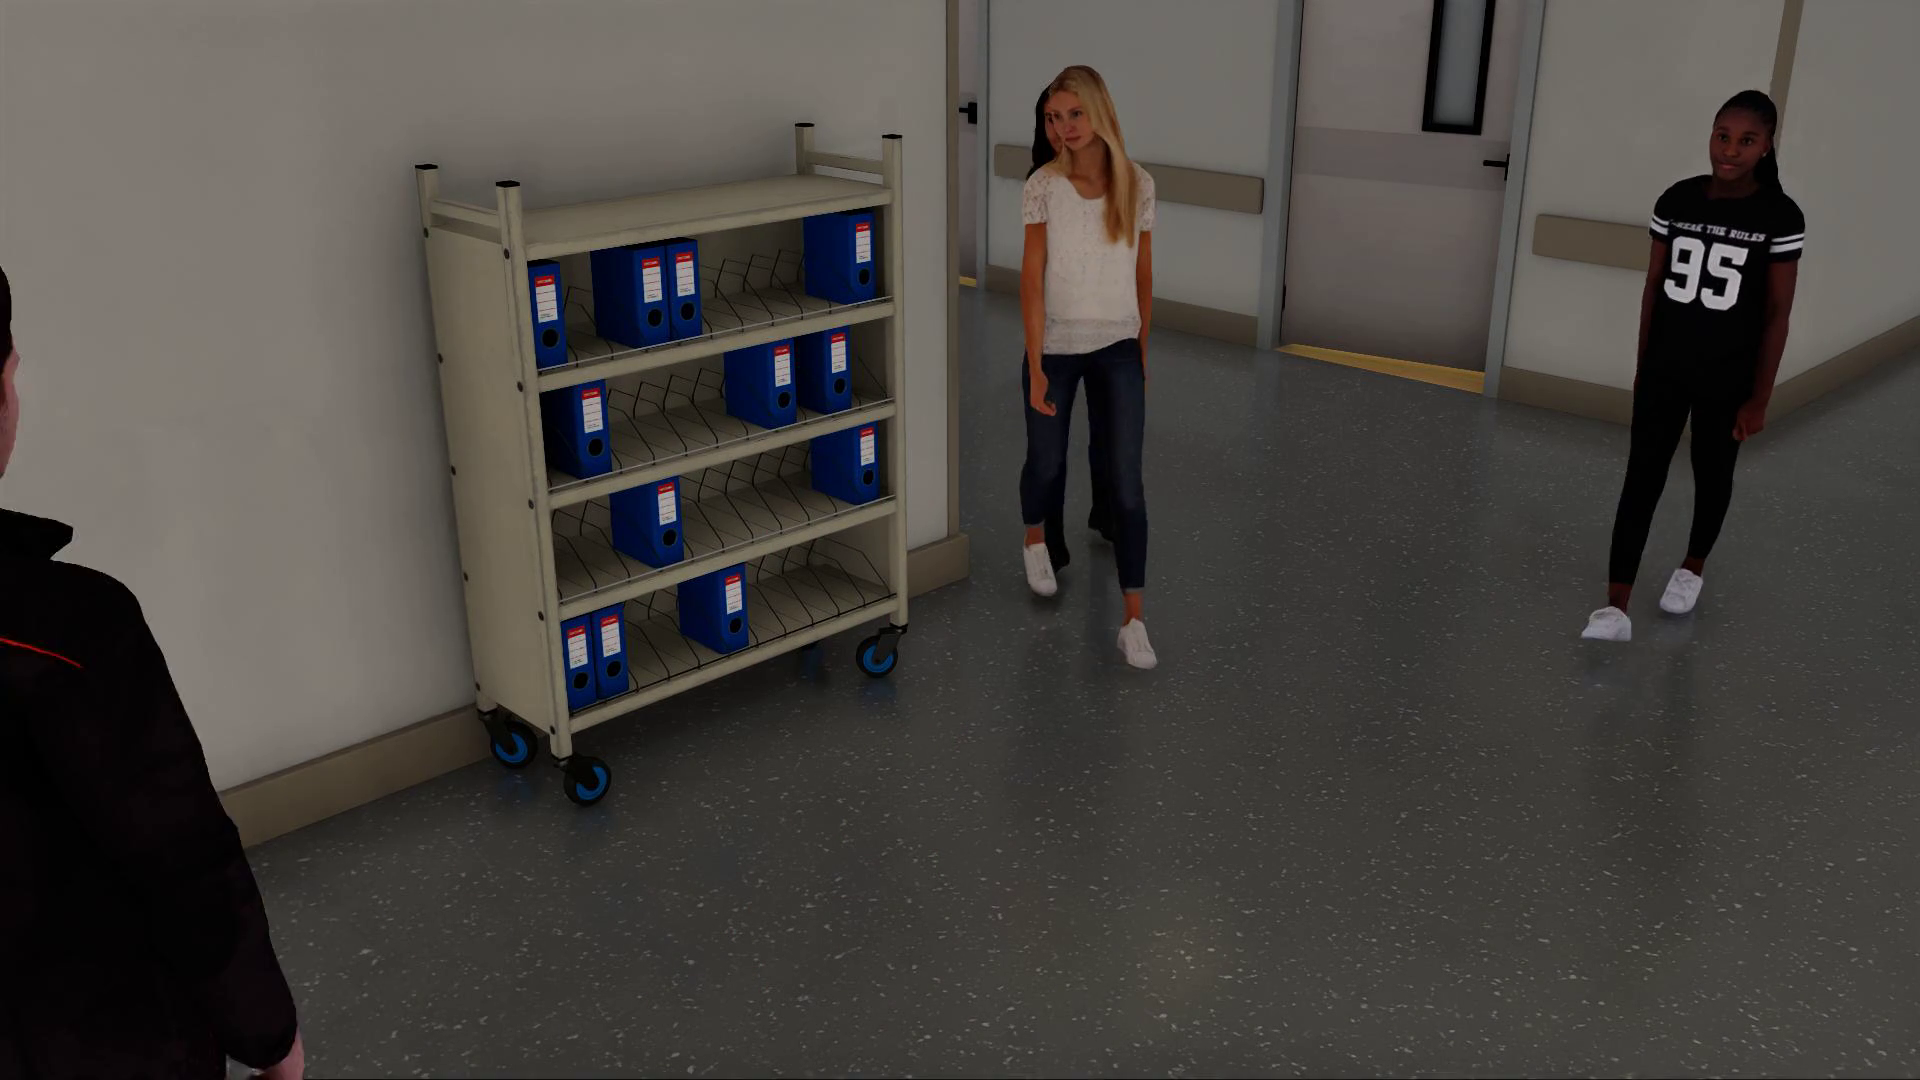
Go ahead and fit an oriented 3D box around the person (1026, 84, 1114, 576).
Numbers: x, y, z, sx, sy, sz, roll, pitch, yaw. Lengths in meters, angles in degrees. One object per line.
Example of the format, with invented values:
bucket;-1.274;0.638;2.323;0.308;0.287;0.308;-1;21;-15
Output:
person;0.433;-0.734;5.807;0.842;1.688;0.968;3;21;8

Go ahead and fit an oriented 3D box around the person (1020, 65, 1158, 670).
person;0.349;-0.552;5.225;1.149;1.757;1.129;-3;21;-7

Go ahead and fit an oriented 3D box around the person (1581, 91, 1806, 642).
person;2.352;-0.519;5.233;0.687;1.691;1.107;16;26;37
